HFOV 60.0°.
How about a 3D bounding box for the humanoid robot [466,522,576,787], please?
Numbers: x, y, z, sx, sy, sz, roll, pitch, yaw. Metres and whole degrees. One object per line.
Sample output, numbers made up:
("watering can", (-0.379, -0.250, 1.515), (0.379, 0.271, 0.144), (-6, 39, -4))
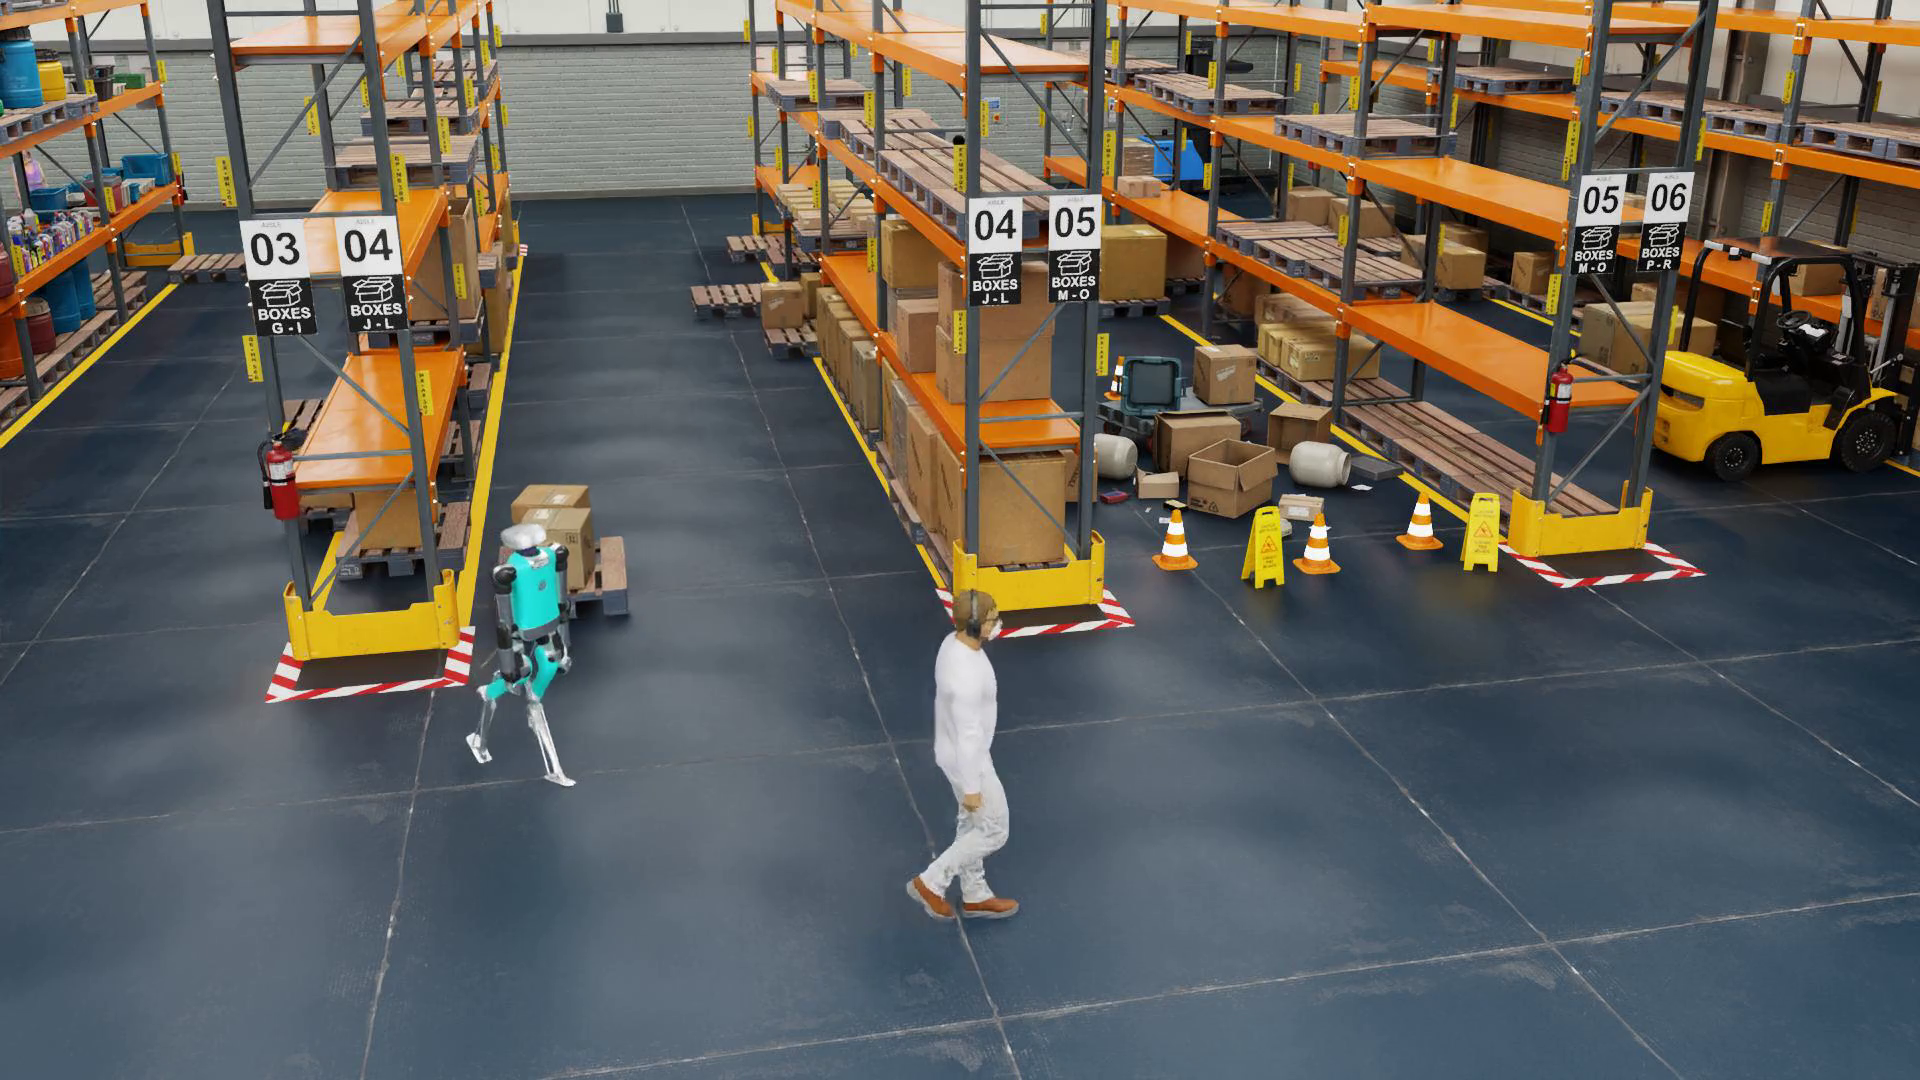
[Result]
("humanoid robot", (-2.830, 0.668, 10.325), (0.940, 1.770, 0.541), (14, 25, 34))

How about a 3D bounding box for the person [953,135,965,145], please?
("person", (-0.015, -6.145, 28.725), (0.542, 1.655, 0.843), (-1, 20, -2))

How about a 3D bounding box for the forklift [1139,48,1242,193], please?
("forklift", (4.566, -8.313, 32.860), (1.873, 2.768, 1.129), (-4, 21, -12))

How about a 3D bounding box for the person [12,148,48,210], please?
("person", (-15.307, -5.679, 27.471), (0.363, 1.678, 0.524), (17, 26, 39))

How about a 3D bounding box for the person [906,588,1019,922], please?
("person", (0.034, 1.156, 8.710), (0.500, 1.928, 0.647), (-1, 20, -4))

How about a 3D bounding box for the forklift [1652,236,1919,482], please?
("forklift", (8.013, -1.814, 16.330), (2.313, 2.155, 1.214), (-4, 21, -12))
